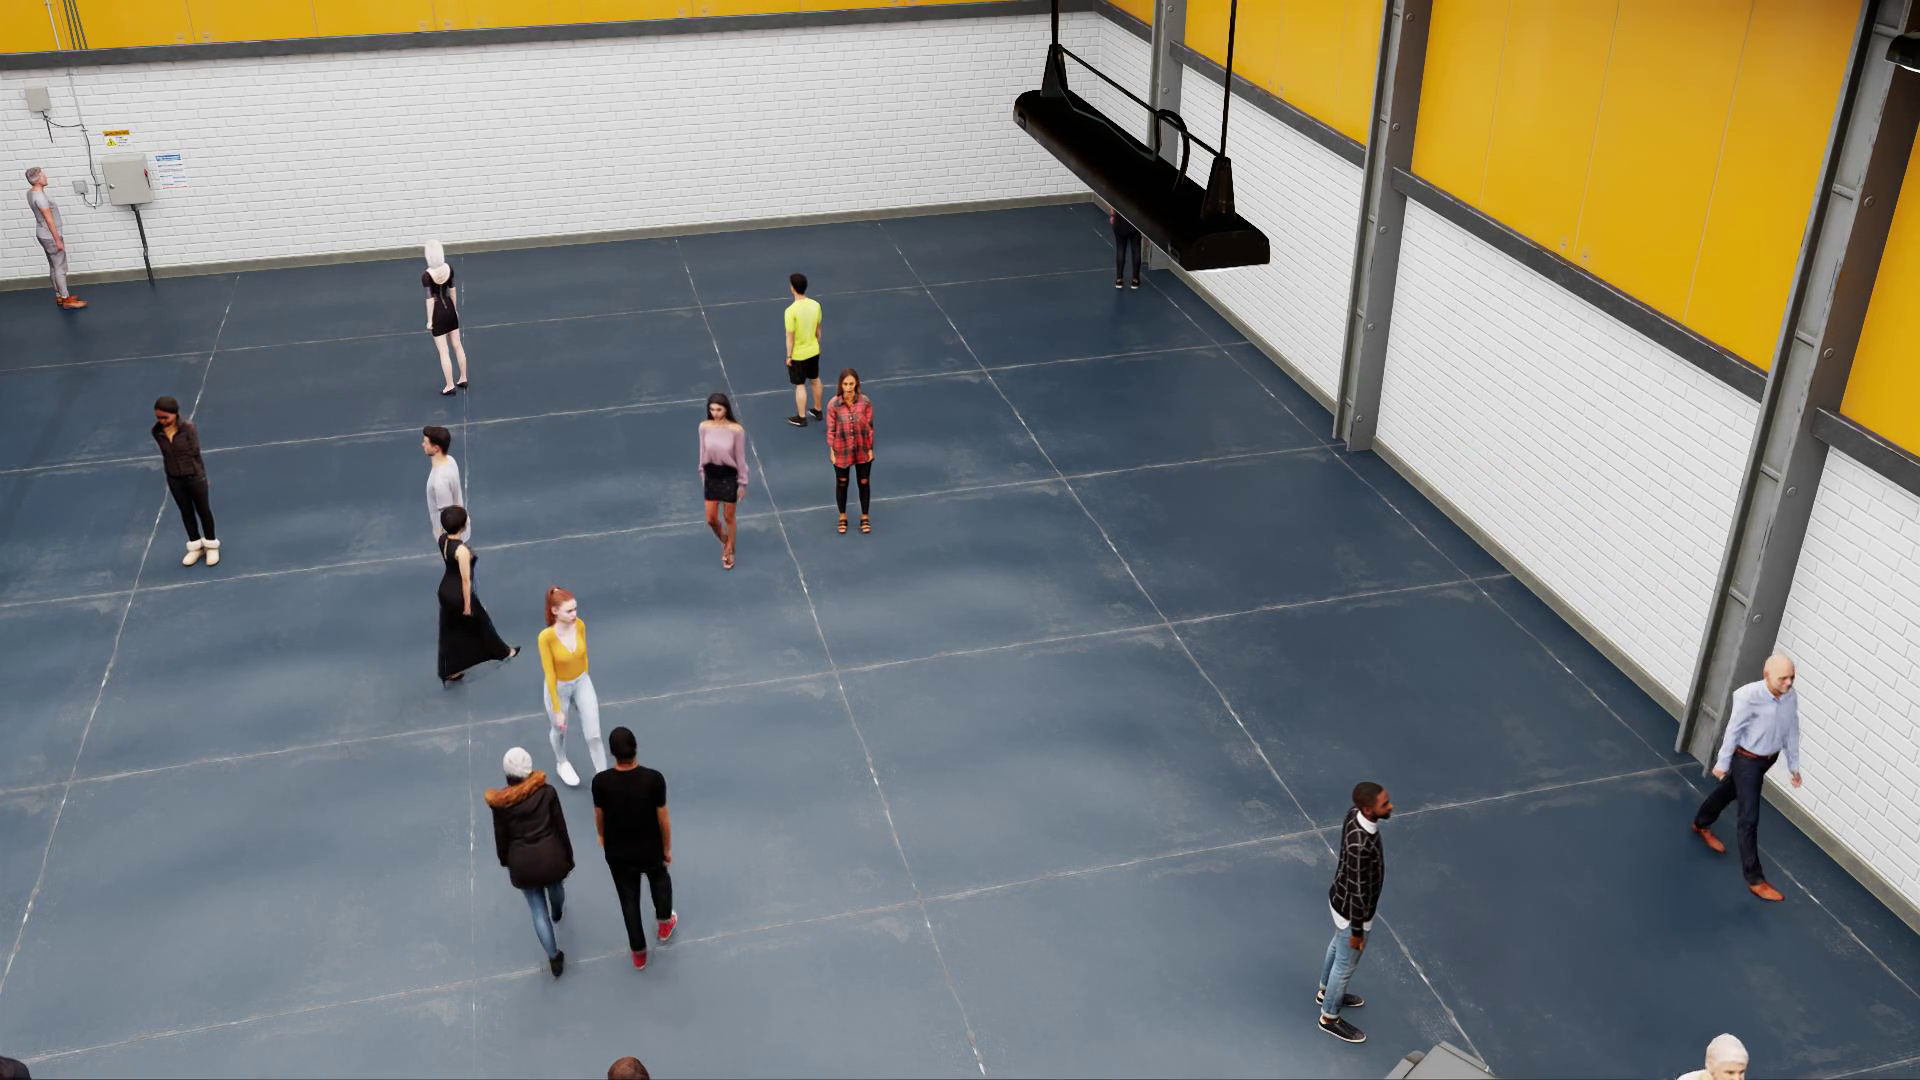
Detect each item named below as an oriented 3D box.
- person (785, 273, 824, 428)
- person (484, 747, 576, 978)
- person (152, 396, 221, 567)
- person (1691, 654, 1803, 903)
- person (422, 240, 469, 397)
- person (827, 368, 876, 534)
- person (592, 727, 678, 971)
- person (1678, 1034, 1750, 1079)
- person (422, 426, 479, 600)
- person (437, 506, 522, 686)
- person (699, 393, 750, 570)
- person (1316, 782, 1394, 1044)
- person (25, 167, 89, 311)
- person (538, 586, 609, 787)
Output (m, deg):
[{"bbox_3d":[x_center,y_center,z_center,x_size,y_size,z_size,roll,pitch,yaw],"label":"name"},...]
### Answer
[{"bbox_3d":[-1.698,-2.081,18.134,0.698,1.708,0.677,-23,36,-36],"label":"person"},{"bbox_3d":[-2.690,2.088,10.600,0.686,1.604,0.983,-9,30,-15],"label":"person"},{"bbox_3d":[-7.187,-0.589,15.451,0.667,1.659,0.610,-7,29,-13],"label":"person"},{"bbox_3d":[5.429,1.514,11.515,0.717,1.735,1.210,-10,30,-18],"label":"person"},{"bbox_3d":[-5.843,-2.526,18.822,0.701,1.830,0.650,17,33,28],"label":"person"},{"bbox_3d":[-1.031,-0.856,15.898,0.617,1.700,0.566,-4,29,-8],"label":"person"},{"bbox_3d":[-2.072,2.014,10.596,0.661,1.738,0.753,-5,29,-9],"label":"person"},{"bbox_3d":[3.719,3.155,8.569,0.689,1.675,0.948,-3,29,-5],"label":"person"},{"bbox_3d":[-4.388,-0.116,14.345,0.738,1.888,0.500,-6,29,-11],"label":"person"},{"bbox_3d":[-4.164,0.492,13.562,0.987,1.569,0.993,19,34,31],"label":"person"},{"bbox_3d":[-2.142,-0.563,15.260,0.743,1.794,0.743,5,29,10],"label":"person"},{"bbox_3d":[2.386,2.218,10.136,0.805,1.821,0.667,6,29,11],"label":"person"},{"bbox_3d":[-11.650,-3.873,21.291,0.831,1.831,0.678,-24,36,-36],"label":"person"},{"bbox_3d":[-2.954,1.107,12.285,0.925,1.713,1.123,-24,36,-36],"label":"person"}]
